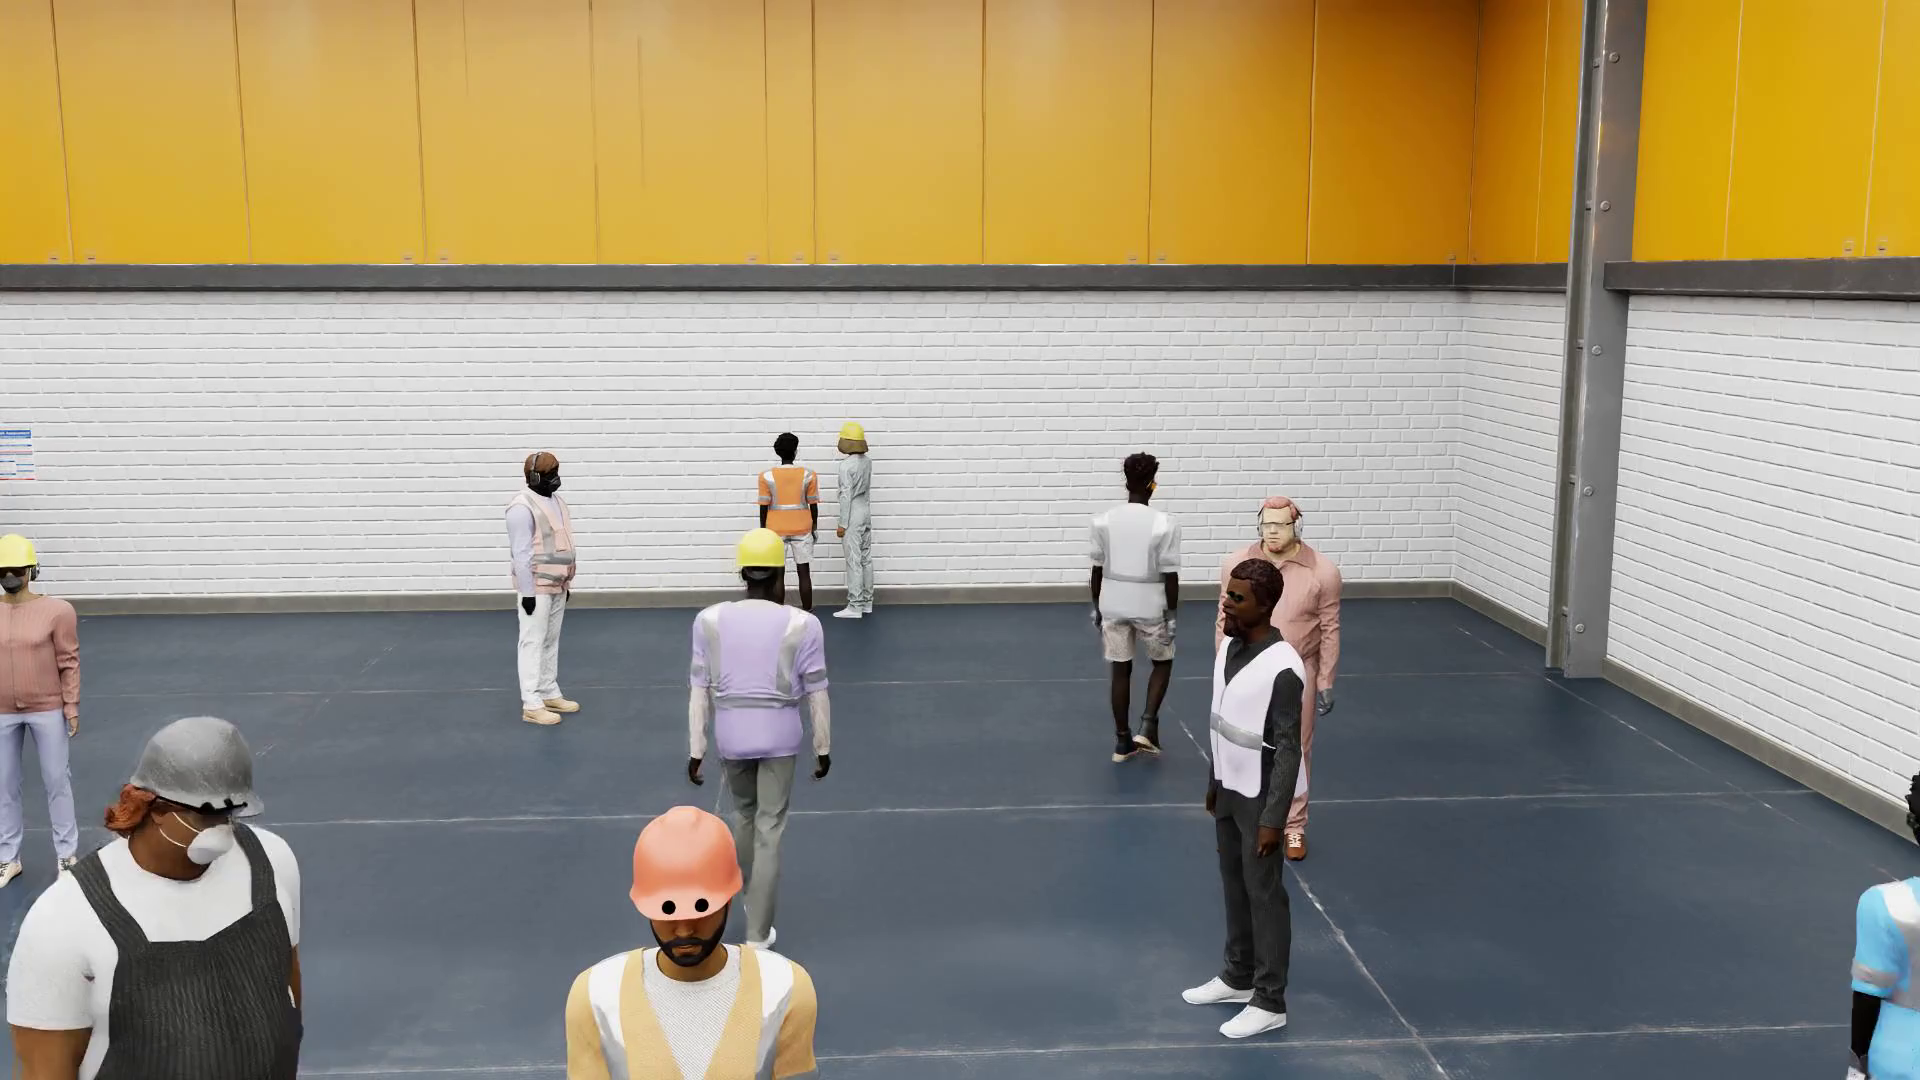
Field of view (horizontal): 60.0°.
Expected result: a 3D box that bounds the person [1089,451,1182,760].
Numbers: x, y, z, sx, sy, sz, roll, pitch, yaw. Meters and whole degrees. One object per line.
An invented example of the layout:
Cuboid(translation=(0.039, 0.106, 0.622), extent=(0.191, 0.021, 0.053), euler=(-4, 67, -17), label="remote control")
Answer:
Cuboid(translation=(1.096, 0.419, 10.372), extent=(0.611, 1.954, 0.419), euler=(4, 10, 21), label="person")

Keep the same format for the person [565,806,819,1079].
Cuboid(translation=(-0.566, 1.506, 3.581), extent=(0.543, 1.939, 0.360), euler=(-2, 9, -11), label="person")

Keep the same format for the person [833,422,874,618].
Cuboid(translation=(-0.951, -0.181, 14.782), extent=(0.287, 1.746, 0.487), euler=(4, 10, 22), label="person")

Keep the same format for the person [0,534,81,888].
Cuboid(translation=(-4.646, 0.845, 8.262), extent=(0.524, 1.772, 0.301), euler=(-3, 9, -17), label="person")

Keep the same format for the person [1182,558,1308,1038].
Cuboid(translation=(1.176, 1.019, 6.694), extent=(0.392, 1.922, 0.593), euler=(-3, 9, -17), label="person")

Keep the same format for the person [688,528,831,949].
Cuboid(translation=(-0.885, 0.882, 7.599), extent=(0.623, 1.897, 0.812), euler=(1, 9, 7), label="person")

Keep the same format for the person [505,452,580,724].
Cuboid(translation=(-2.833, 0.315, 11.363), extent=(0.430, 1.845, 0.624), euler=(2, 9, 12), label="person")

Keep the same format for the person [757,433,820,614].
Cuboid(translation=(-1.466, -0.075, 14.250), extent=(0.540, 1.699, 0.317), euler=(-2, 9, -13), label="person")

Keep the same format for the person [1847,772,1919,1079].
Cuboid(translation=(2.728, 1.466, 4.611), extent=(0.545, 1.683, 0.439), euler=(0, 9, -1), label="person")

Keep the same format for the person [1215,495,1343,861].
Cuboid(translation=(1.638, 0.713, 8.656), extent=(0.643, 1.910, 0.400), euler=(3, 10, 20), label="person")
